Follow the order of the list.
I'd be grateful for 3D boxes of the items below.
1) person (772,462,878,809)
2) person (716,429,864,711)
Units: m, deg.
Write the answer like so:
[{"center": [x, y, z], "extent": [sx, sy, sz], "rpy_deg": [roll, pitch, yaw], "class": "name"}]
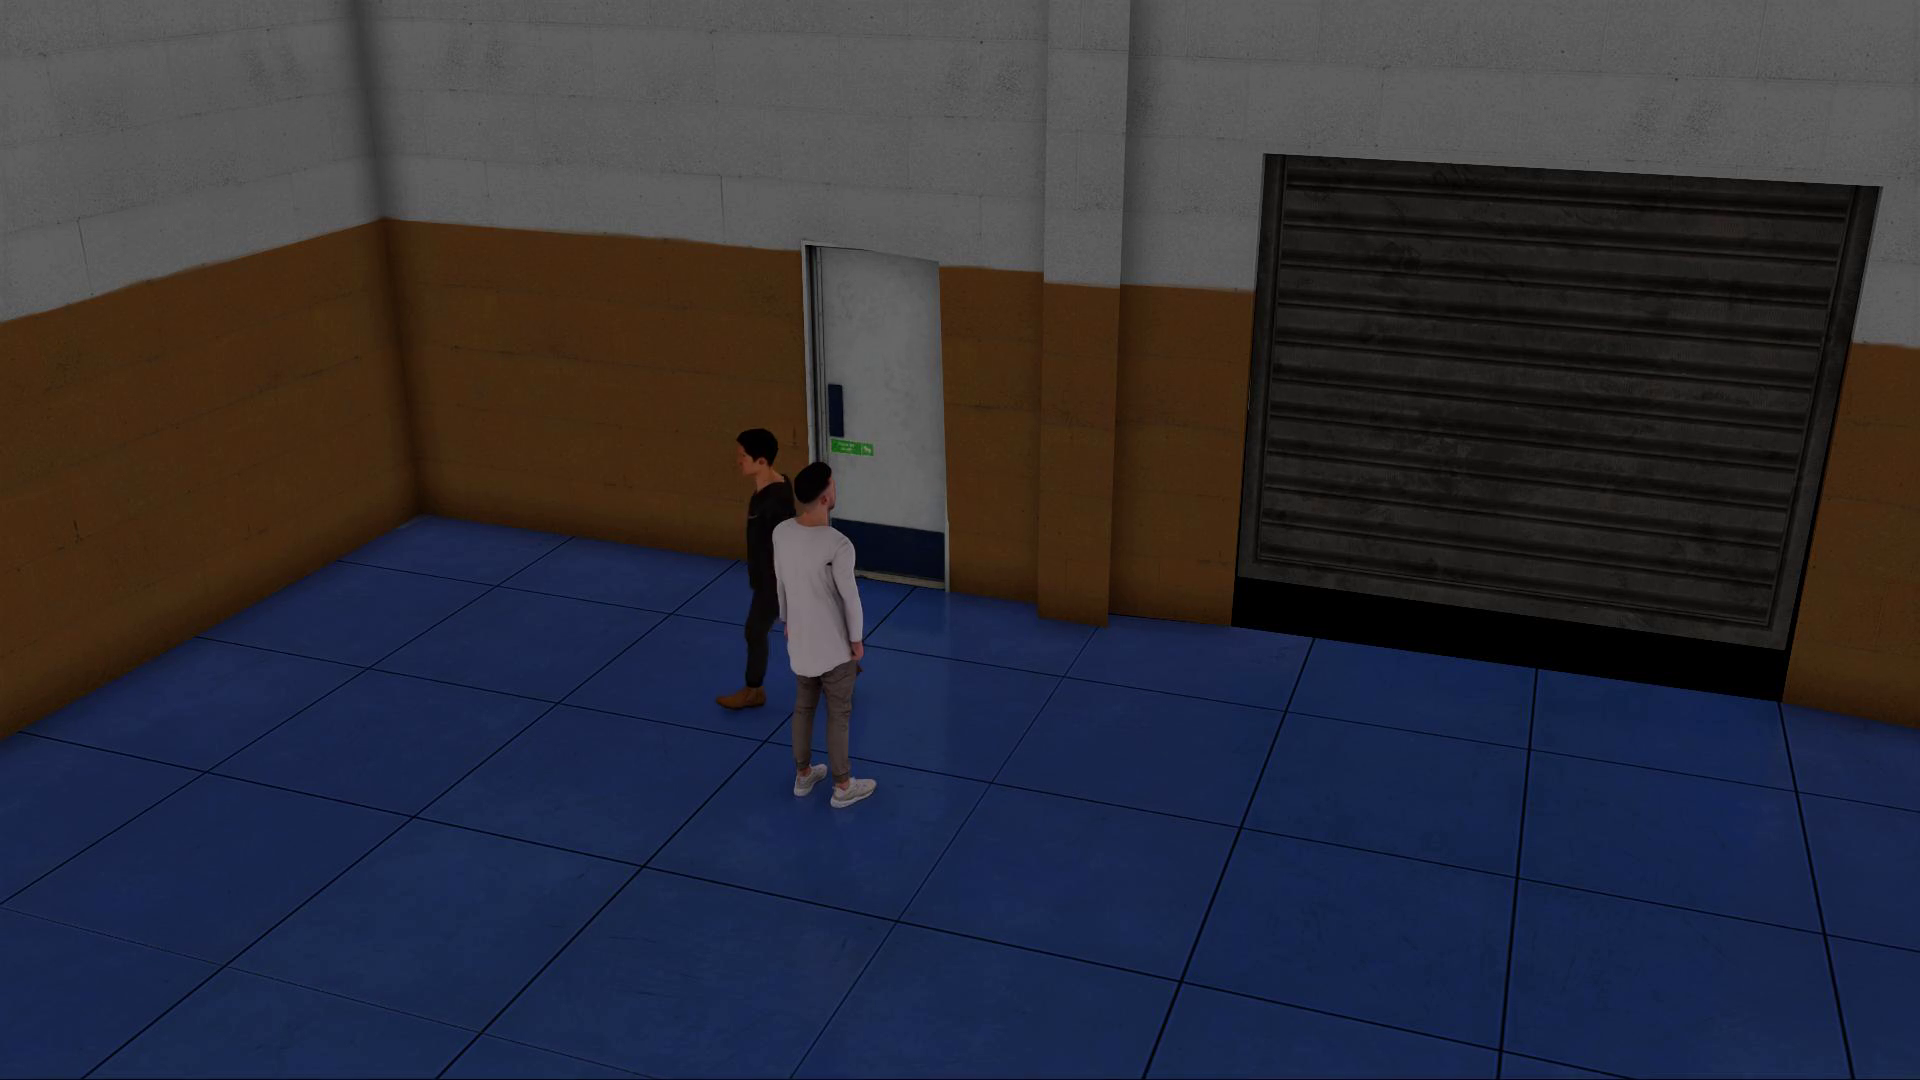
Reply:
[{"center": [-0.701, 0.472, 8.378], "extent": [0.589, 1.841, 0.781], "rpy_deg": [14, 26, 31], "class": "person"}, {"center": [-0.951, 0.176, 9.322], "extent": [1.162, 1.685, 0.896], "rpy_deg": [0, 22, -1], "class": "person"}]
